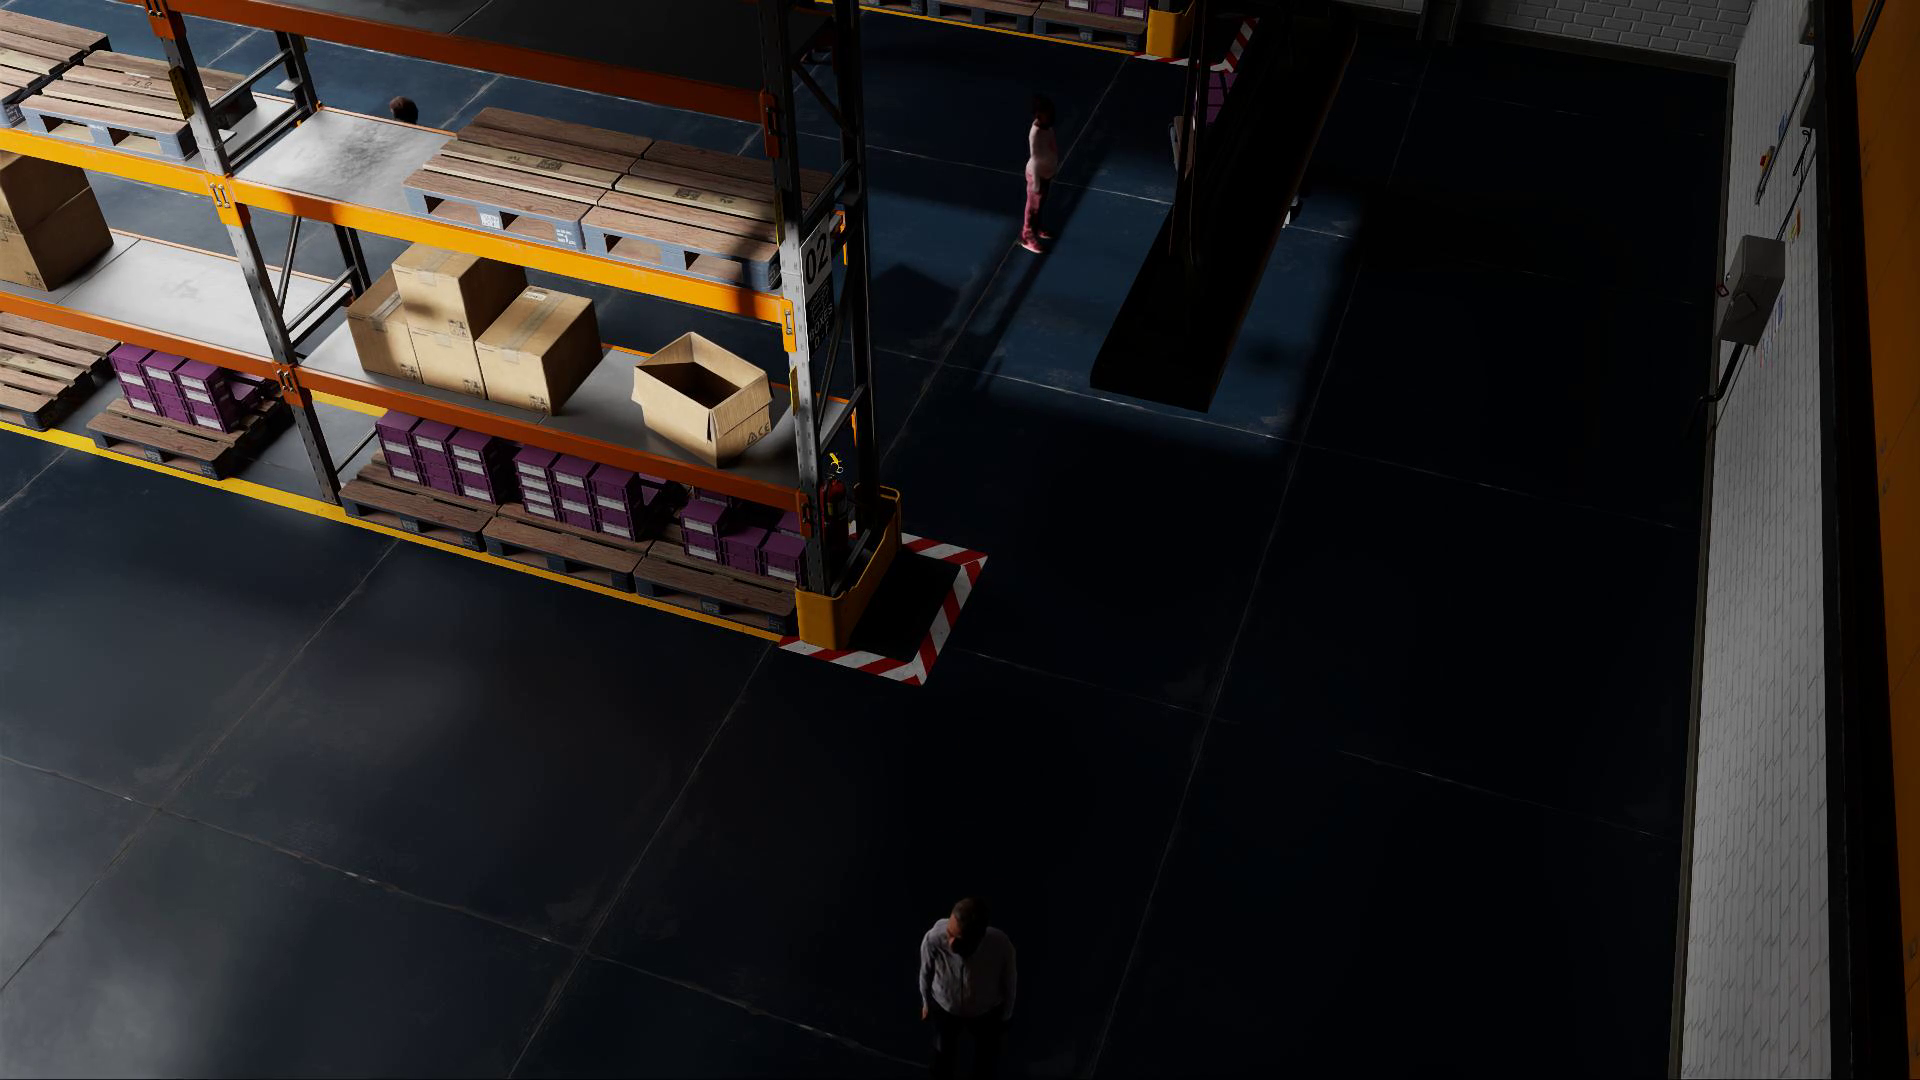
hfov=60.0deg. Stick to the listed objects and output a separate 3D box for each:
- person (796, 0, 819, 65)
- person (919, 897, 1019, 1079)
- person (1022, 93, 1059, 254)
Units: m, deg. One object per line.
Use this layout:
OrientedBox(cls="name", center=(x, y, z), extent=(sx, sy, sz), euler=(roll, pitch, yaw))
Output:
OrientedBox(cls="person", center=(-1.614, -5.762, 16.894), extent=(0.587, 1.847, 0.664), euler=(13, 45, 14))
OrientedBox(cls="person", center=(0.039, 2.335, 8.416), extent=(0.564, 1.818, 0.745), euler=(6, 44, 7))
OrientedBox(cls="person", center=(0.693, -3.227, 14.523), extent=(0.484, 1.448, 0.554), euler=(15, 46, 16))
